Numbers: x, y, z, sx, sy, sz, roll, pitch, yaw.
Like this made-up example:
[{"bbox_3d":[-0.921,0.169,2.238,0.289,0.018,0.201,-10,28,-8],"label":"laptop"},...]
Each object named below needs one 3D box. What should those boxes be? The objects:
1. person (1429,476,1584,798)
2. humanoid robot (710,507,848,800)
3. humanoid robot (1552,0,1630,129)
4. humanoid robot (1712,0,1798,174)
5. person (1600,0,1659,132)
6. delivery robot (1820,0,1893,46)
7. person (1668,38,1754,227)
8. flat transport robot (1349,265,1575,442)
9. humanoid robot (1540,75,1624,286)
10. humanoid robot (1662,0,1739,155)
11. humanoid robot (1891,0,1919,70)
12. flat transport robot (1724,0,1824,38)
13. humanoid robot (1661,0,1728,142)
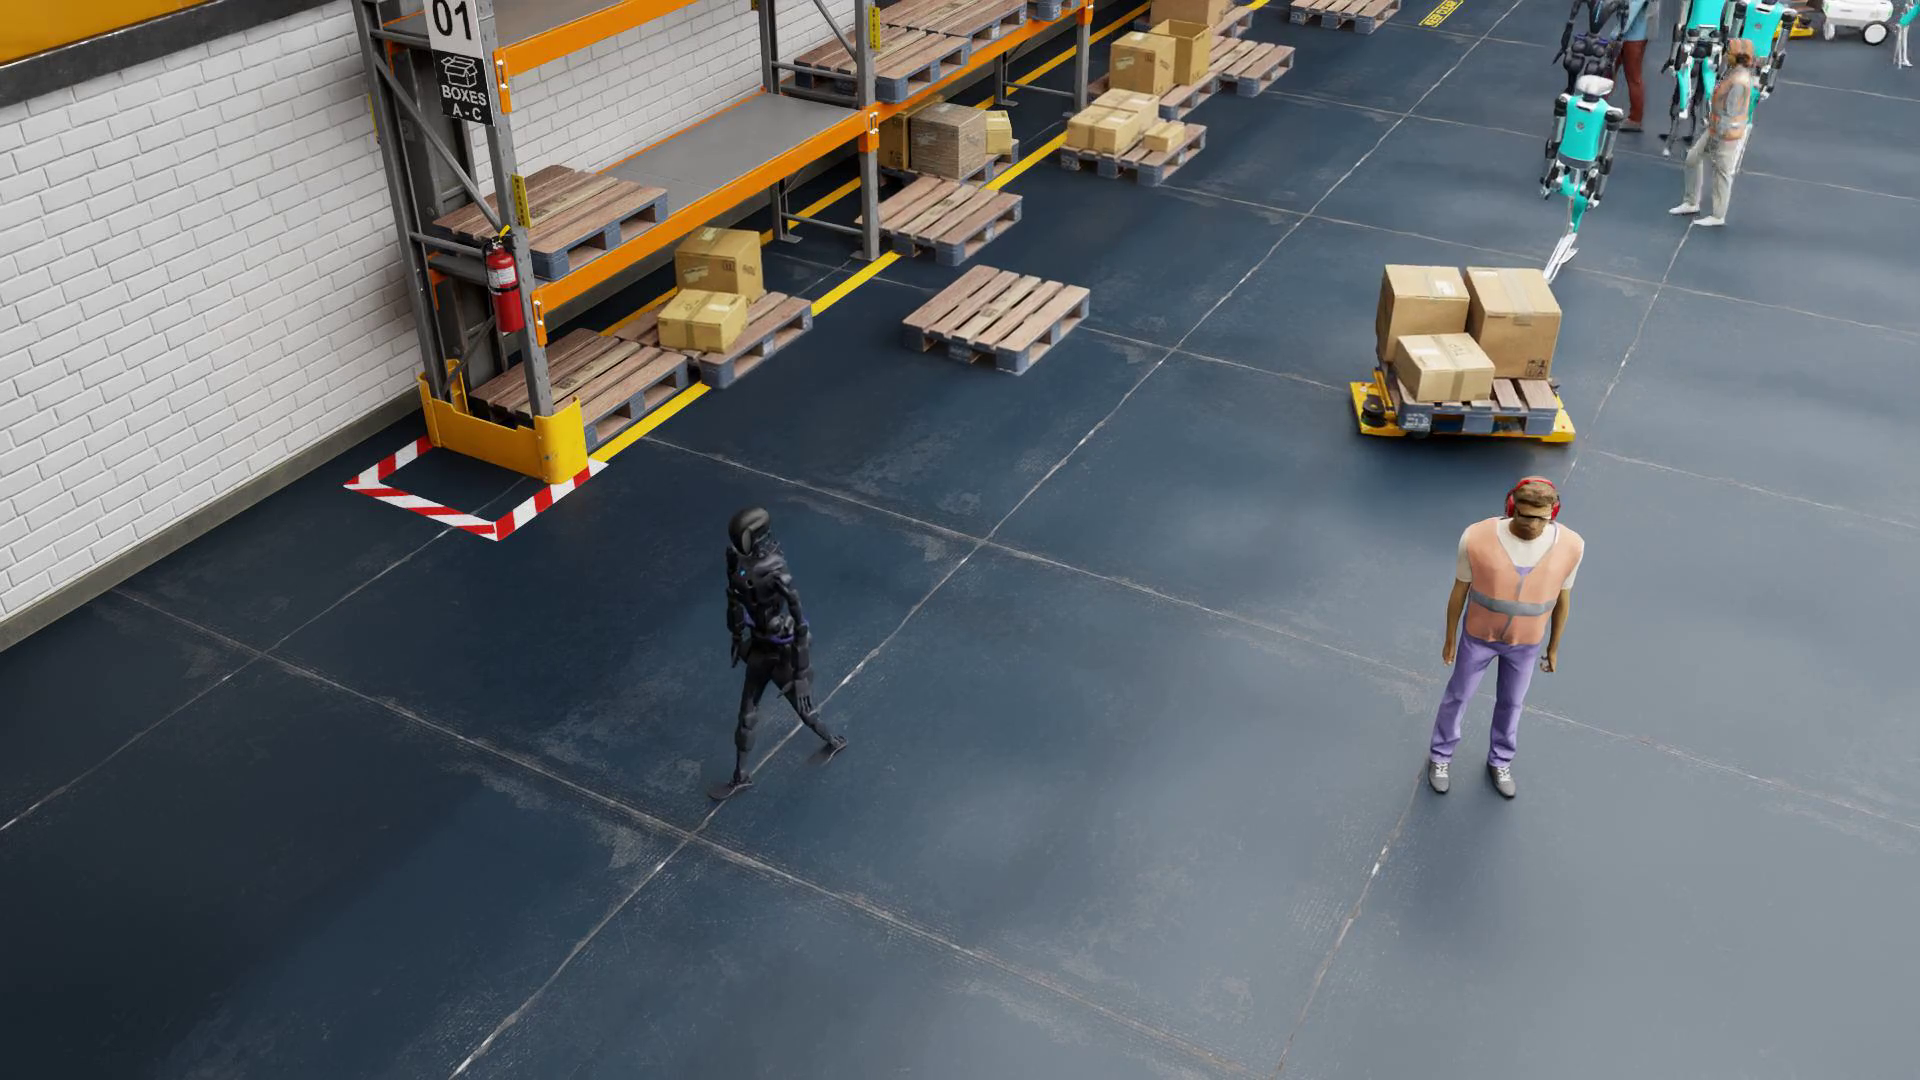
[{"bbox_3d":[2.614,0.455,8.044,0.559,1.836,0.388,4,34,6],"label":"person"},{"bbox_3d":[-0.911,0.545,8.095,0.783,1.628,0.608,-29,43,-36],"label":"humanoid robot"},{"bbox_3d":[5.990,-4.640,15.916,0.610,1.650,0.518,17,37,24],"label":"humanoid robot"},{"bbox_3d":[7.264,-4.225,15.248,0.557,1.834,0.710,24,40,31],"label":"humanoid robot"},{"bbox_3d":[6.406,-4.921,16.161,0.882,1.840,0.543,12,35,18],"label":"person"},{"bbox_3d":[10.199,-5.956,18.902,0.769,0.597,0.525,11,35,16],"label":"delivery robot"},{"bbox_3d":[6.418,-3.453,14.141,0.573,1.619,0.517,7,34,10],"label":"person"},{"bbox_3d":[3.479,-0.937,11.565,1.431,0.231,0.659,2,34,3],"label":"flat transport robot"},{"bbox_3d":[4.944,-2.866,13.190,0.547,1.750,1.038,25,41,33],"label":"humanoid robot"},{"bbox_3d":[6.892,-4.404,15.482,0.536,1.794,0.693,6,34,8],"label":"humanoid robot"},{"bbox_3d":[10.313,-5.908,17.776,0.539,1.806,0.728,-18,37,-25],"label":"humanoid robot"},{"bbox_3d":[9.306,-6.197,19.524,0.659,0.231,1.431,-5,34,-8],"label":"flat transport robot"},{"bbox_3d":[7.044,-4.605,15.837,0.594,1.646,0.338,-2,34,-3],"label":"humanoid robot"}]
